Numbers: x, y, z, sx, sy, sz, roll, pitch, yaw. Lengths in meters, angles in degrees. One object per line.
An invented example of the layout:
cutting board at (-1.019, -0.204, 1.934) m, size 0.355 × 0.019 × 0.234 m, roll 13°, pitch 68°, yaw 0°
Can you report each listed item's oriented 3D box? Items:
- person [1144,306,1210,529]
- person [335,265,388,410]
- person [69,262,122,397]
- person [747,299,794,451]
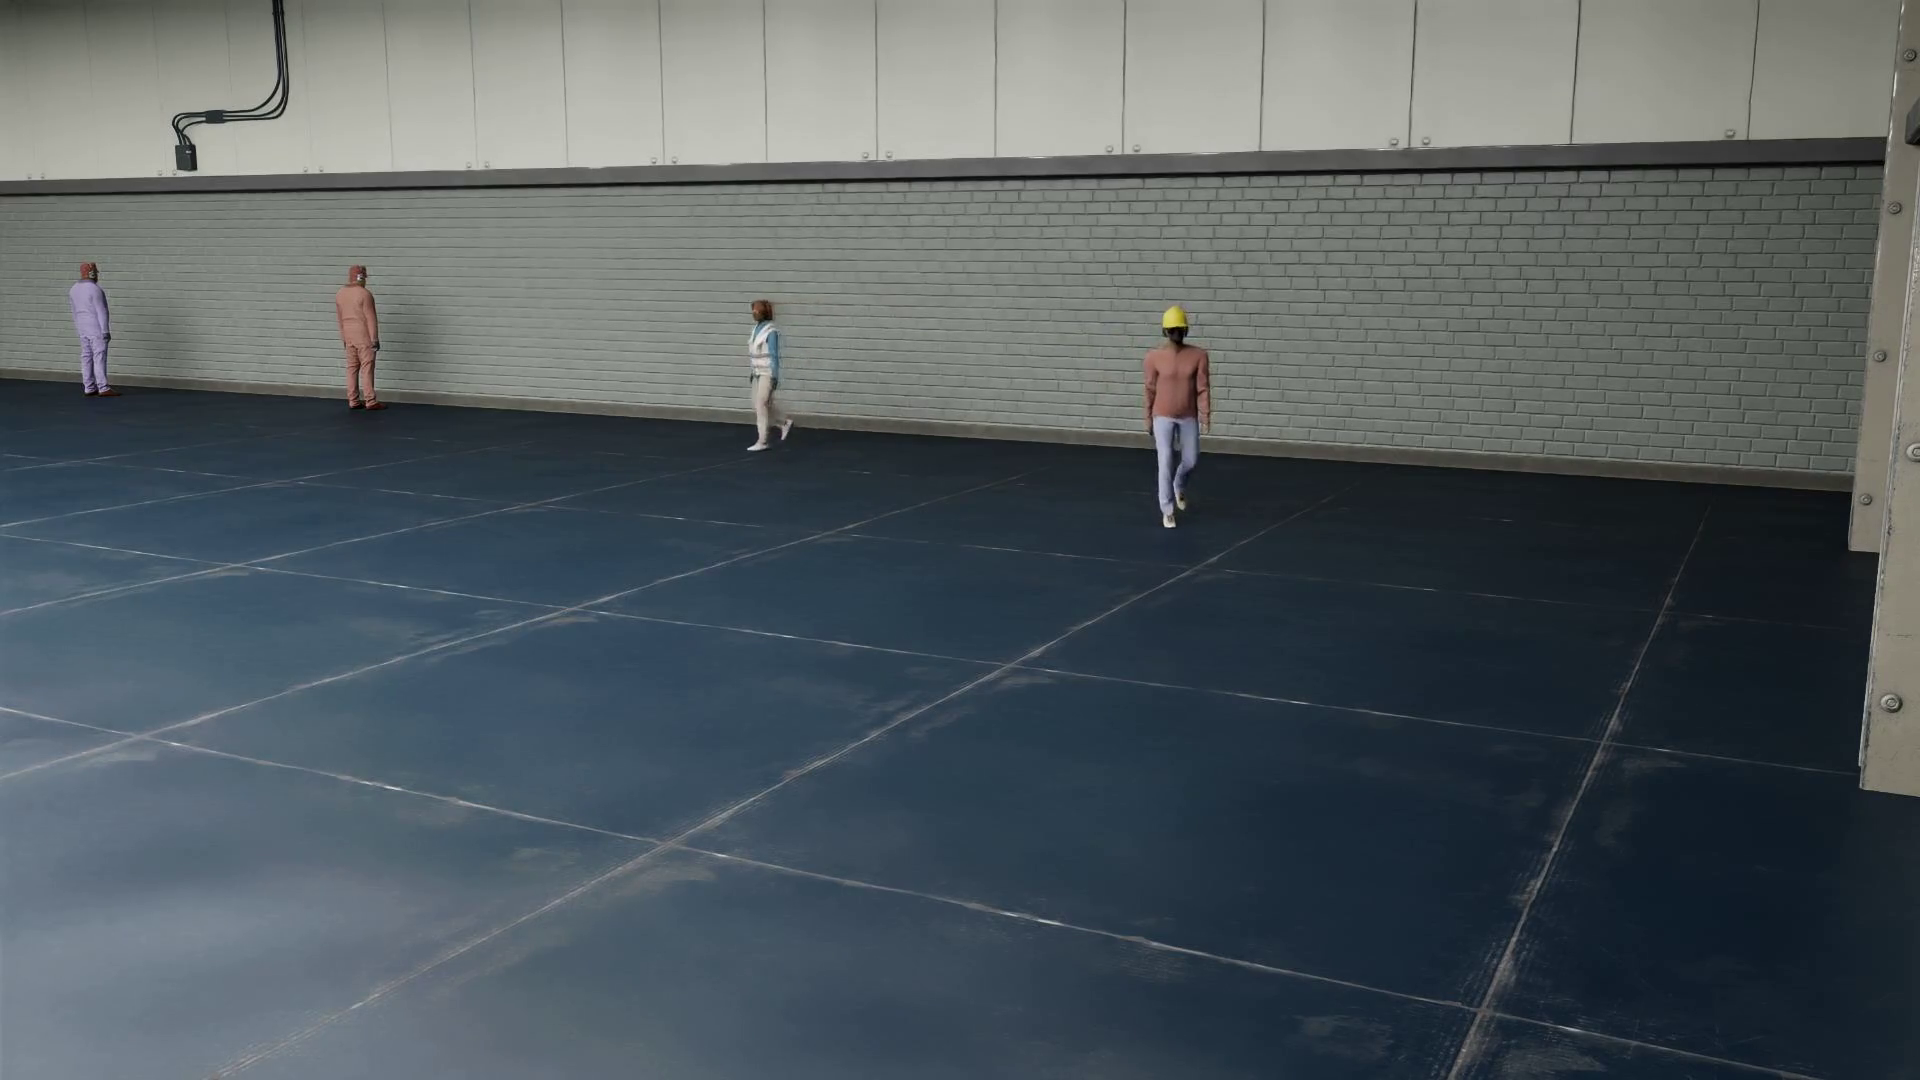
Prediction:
person at (1.708, -0.993, 13.241) m, size 0.523 × 1.746 × 0.628 m, roll -1°, pitch 10°, yaw -3°
person at (-7.884, -2.655, 21.908) m, size 0.639 × 1.902 × 0.407 m, roll 5°, pitch 12°, yaw 27°
person at (-12.373, -3.003, 23.783) m, size 0.639 × 1.910 × 0.407 m, roll 5°, pitch 12°, yaw 27°
person at (-2.036, -1.767, 17.809) m, size 0.528 × 1.618 × 0.519 m, roll -6°, pitch 12°, yaw -28°
